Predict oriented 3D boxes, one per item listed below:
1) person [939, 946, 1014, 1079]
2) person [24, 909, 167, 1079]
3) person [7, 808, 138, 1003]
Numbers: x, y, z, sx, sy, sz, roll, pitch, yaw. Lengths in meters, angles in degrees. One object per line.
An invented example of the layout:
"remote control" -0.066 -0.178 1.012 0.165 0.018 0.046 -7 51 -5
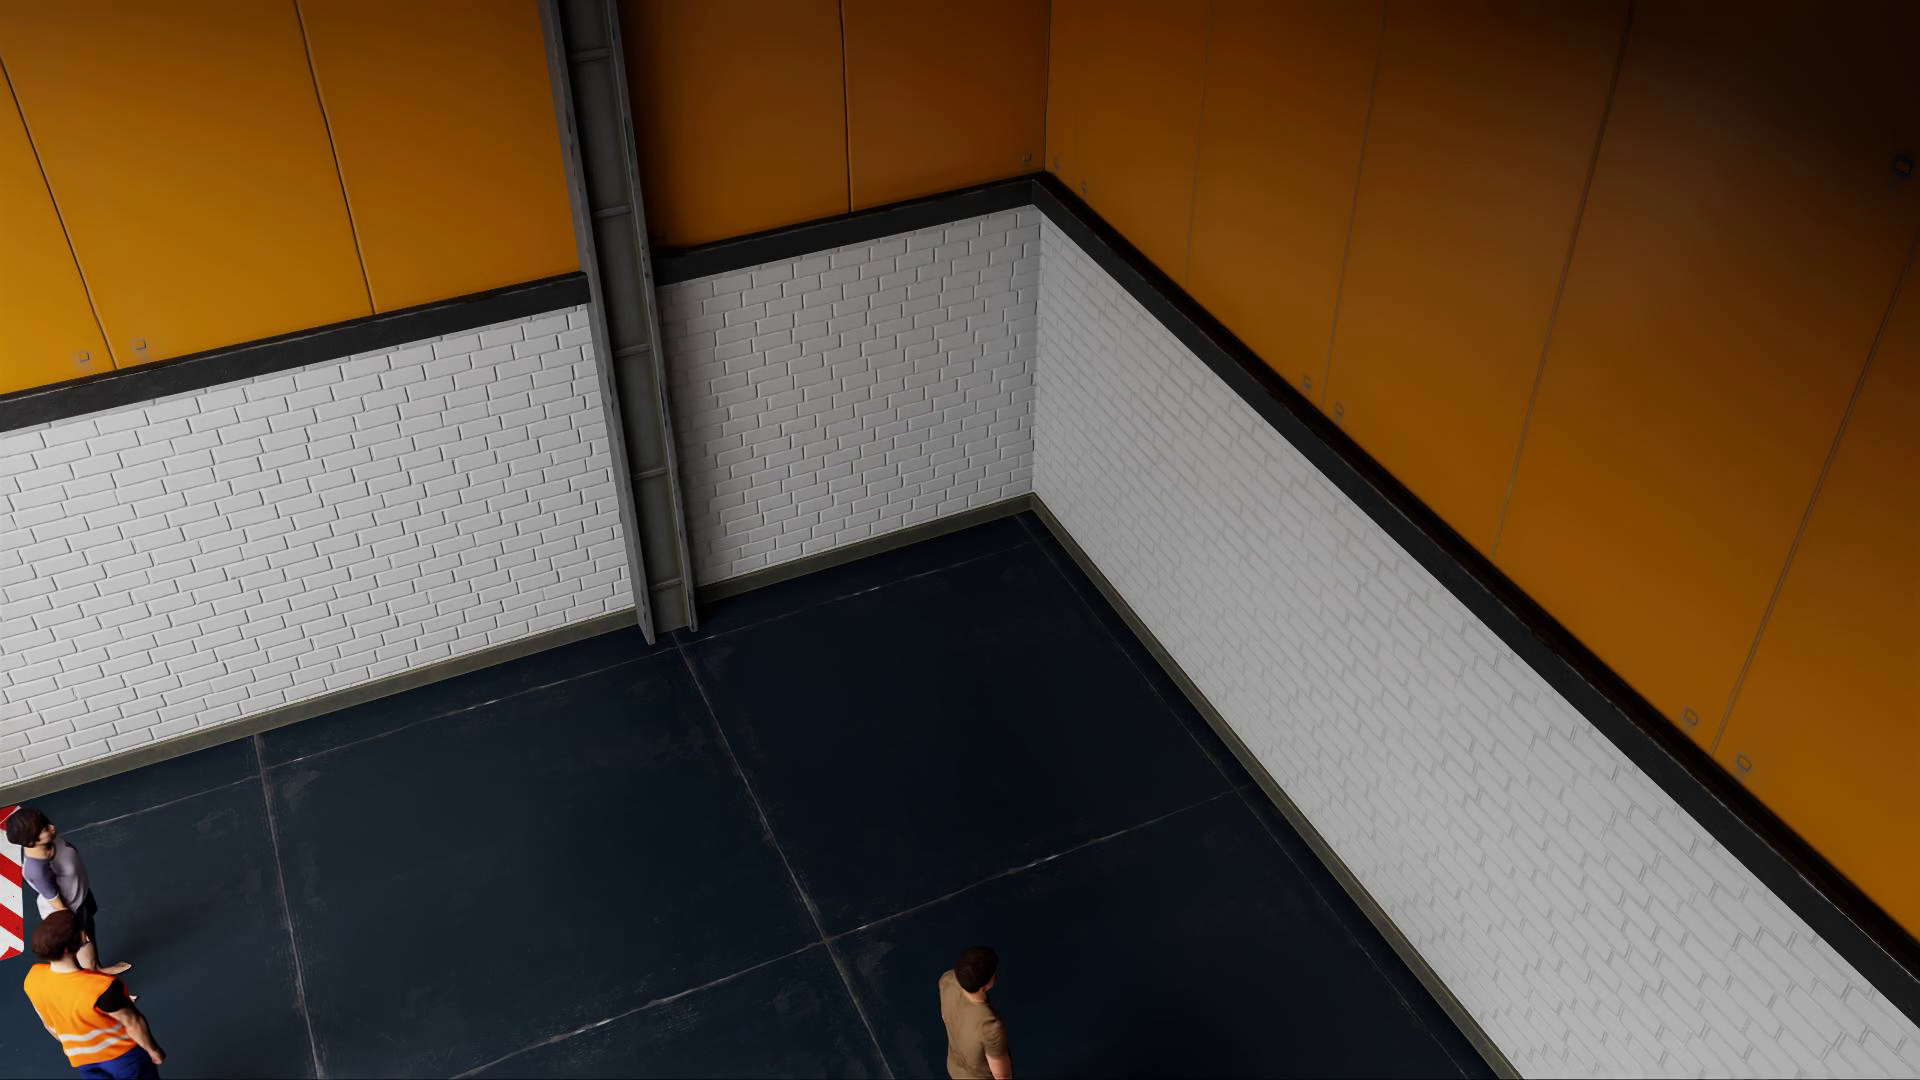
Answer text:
"person" 0.078 2.721 8.574 0.635 1.852 0.703 -25 45 -28
"person" -4.446 2.635 8.659 0.755 1.880 0.858 4 39 5
"person" -5.142 2.098 9.583 0.503 1.565 0.559 -17 42 -20
